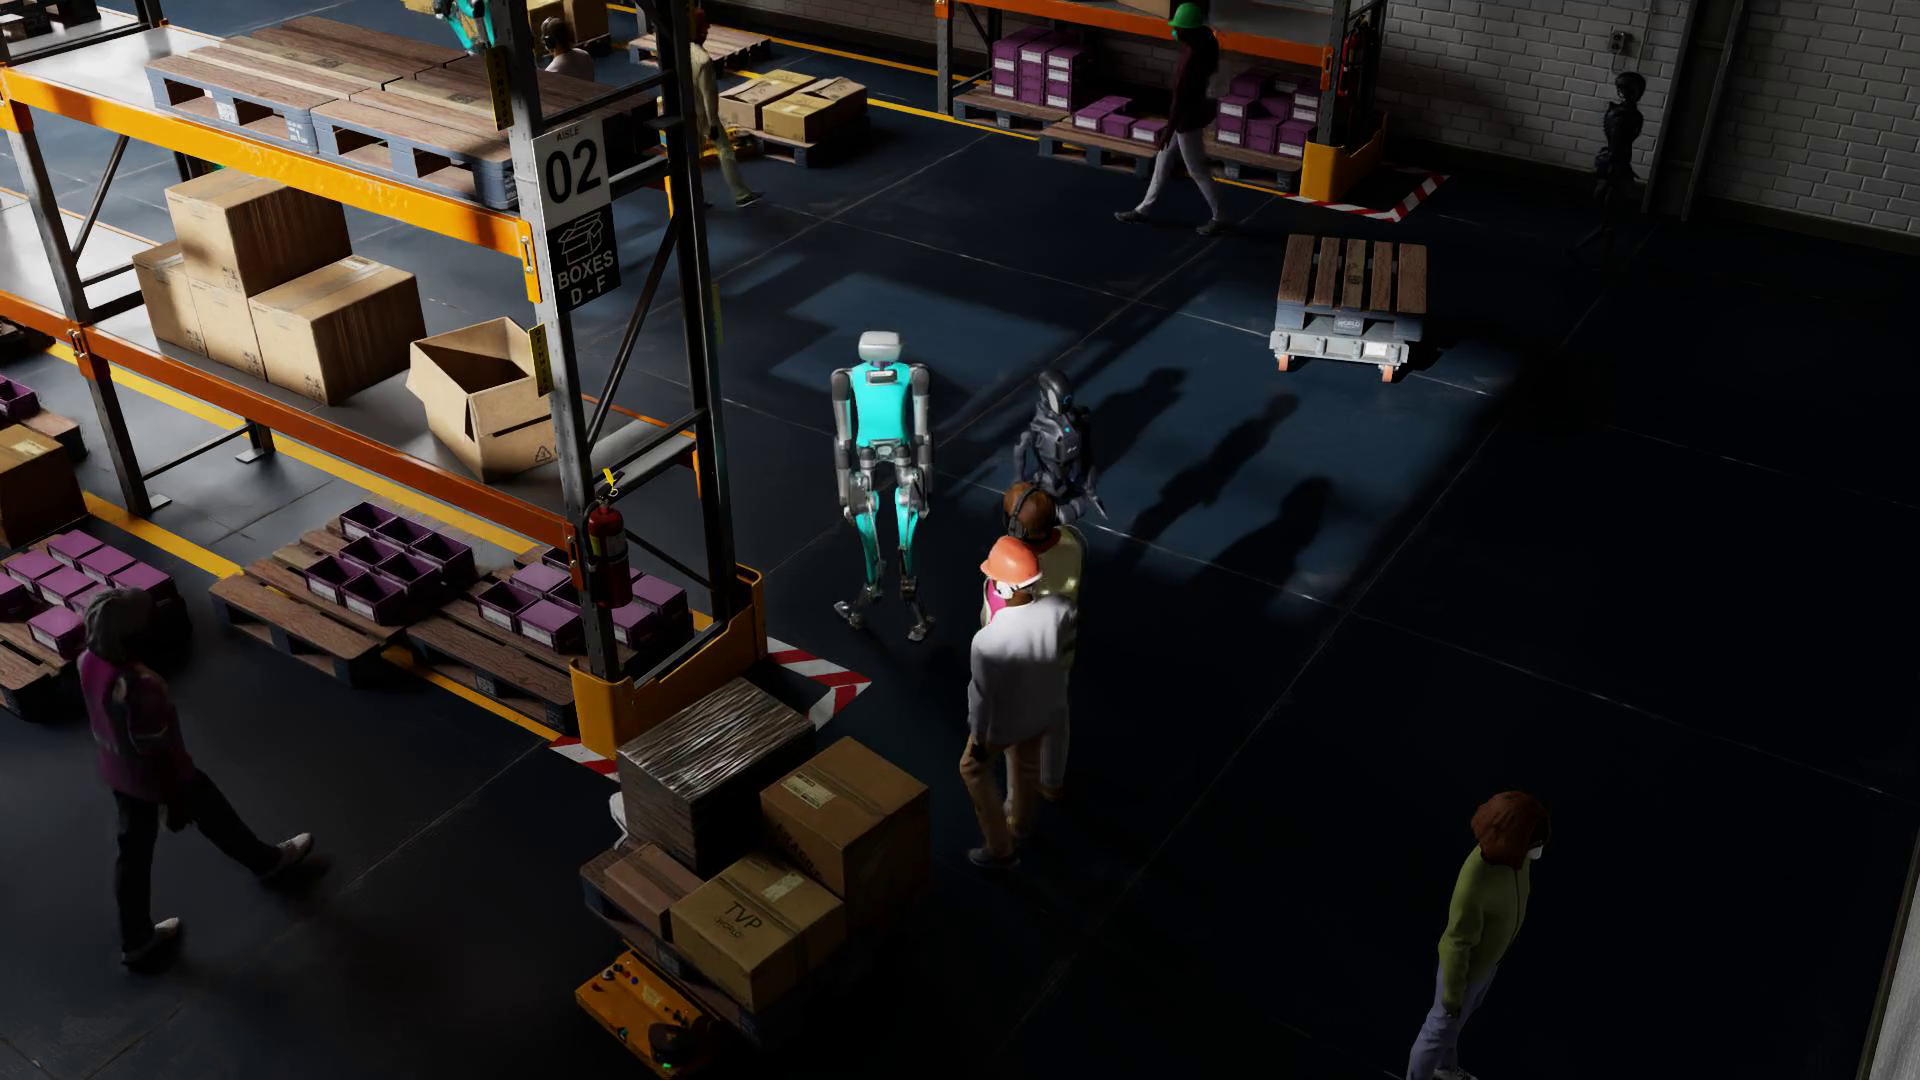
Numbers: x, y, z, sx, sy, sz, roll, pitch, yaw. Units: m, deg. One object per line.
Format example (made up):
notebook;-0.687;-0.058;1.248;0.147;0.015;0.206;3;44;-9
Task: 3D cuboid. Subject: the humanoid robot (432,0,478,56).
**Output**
humanoid robot;-5.021;-5.454;16.930;1.014;1.749;0.534;16;36;23

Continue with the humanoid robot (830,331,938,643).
humanoid robot;-0.392;-0.148;8.767;0.567;1.752;0.852;-4;33;-7

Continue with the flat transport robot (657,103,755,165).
flat transport robot;-2.601;-3.917;15.893;0.659;0.231;1.431;-21;39;-29

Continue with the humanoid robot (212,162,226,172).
humanoid robot;-4.984;-2.154;11.922;0.682;1.892;0.543;10;34;14

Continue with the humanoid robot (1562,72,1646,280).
humanoid robot;5.082;-2.855;12.989;0.490;1.638;0.607;17;37;24

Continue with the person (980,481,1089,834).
person;0.304;0.545;7.595;0.431;1.845;0.622;24;40;32

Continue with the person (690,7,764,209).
person;-2.092;-3.659;14.167;0.775;1.714;0.586;-23;39;-31

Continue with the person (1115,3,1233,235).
person;1.851;-3.436;13.656;1.008;1.896;0.510;7;34;10

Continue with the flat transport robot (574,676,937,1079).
flat transport robot;-0.899;1.722;7.227;0.659;0.231;1.431;27;42;35

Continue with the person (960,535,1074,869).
person;0.233;0.727;7.404;0.597;1.742;0.386;-24;40;-32

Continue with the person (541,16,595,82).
person;-3.084;-3.195;13.261;0.370;1.934;0.627;10;34;16

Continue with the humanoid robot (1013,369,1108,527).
humanoid robot;0.509;-0.187;8.867;0.606;1.649;0.355;-25;40;-33

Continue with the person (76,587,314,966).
person;-3.370;0.933;7.041;0.512;1.793;0.940;17;37;25

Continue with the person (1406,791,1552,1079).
person;1.931;1.565;6.213;0.267;1.631;0.505;24;40;32

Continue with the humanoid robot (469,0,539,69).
humanoid robot;-3.906;-4.139;14.881;0.713;1.761;0.533;27;42;35

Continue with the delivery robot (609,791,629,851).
delivery robot;-1.214;1.237;7.723;0.788;0.610;0.499;-23;39;-31
